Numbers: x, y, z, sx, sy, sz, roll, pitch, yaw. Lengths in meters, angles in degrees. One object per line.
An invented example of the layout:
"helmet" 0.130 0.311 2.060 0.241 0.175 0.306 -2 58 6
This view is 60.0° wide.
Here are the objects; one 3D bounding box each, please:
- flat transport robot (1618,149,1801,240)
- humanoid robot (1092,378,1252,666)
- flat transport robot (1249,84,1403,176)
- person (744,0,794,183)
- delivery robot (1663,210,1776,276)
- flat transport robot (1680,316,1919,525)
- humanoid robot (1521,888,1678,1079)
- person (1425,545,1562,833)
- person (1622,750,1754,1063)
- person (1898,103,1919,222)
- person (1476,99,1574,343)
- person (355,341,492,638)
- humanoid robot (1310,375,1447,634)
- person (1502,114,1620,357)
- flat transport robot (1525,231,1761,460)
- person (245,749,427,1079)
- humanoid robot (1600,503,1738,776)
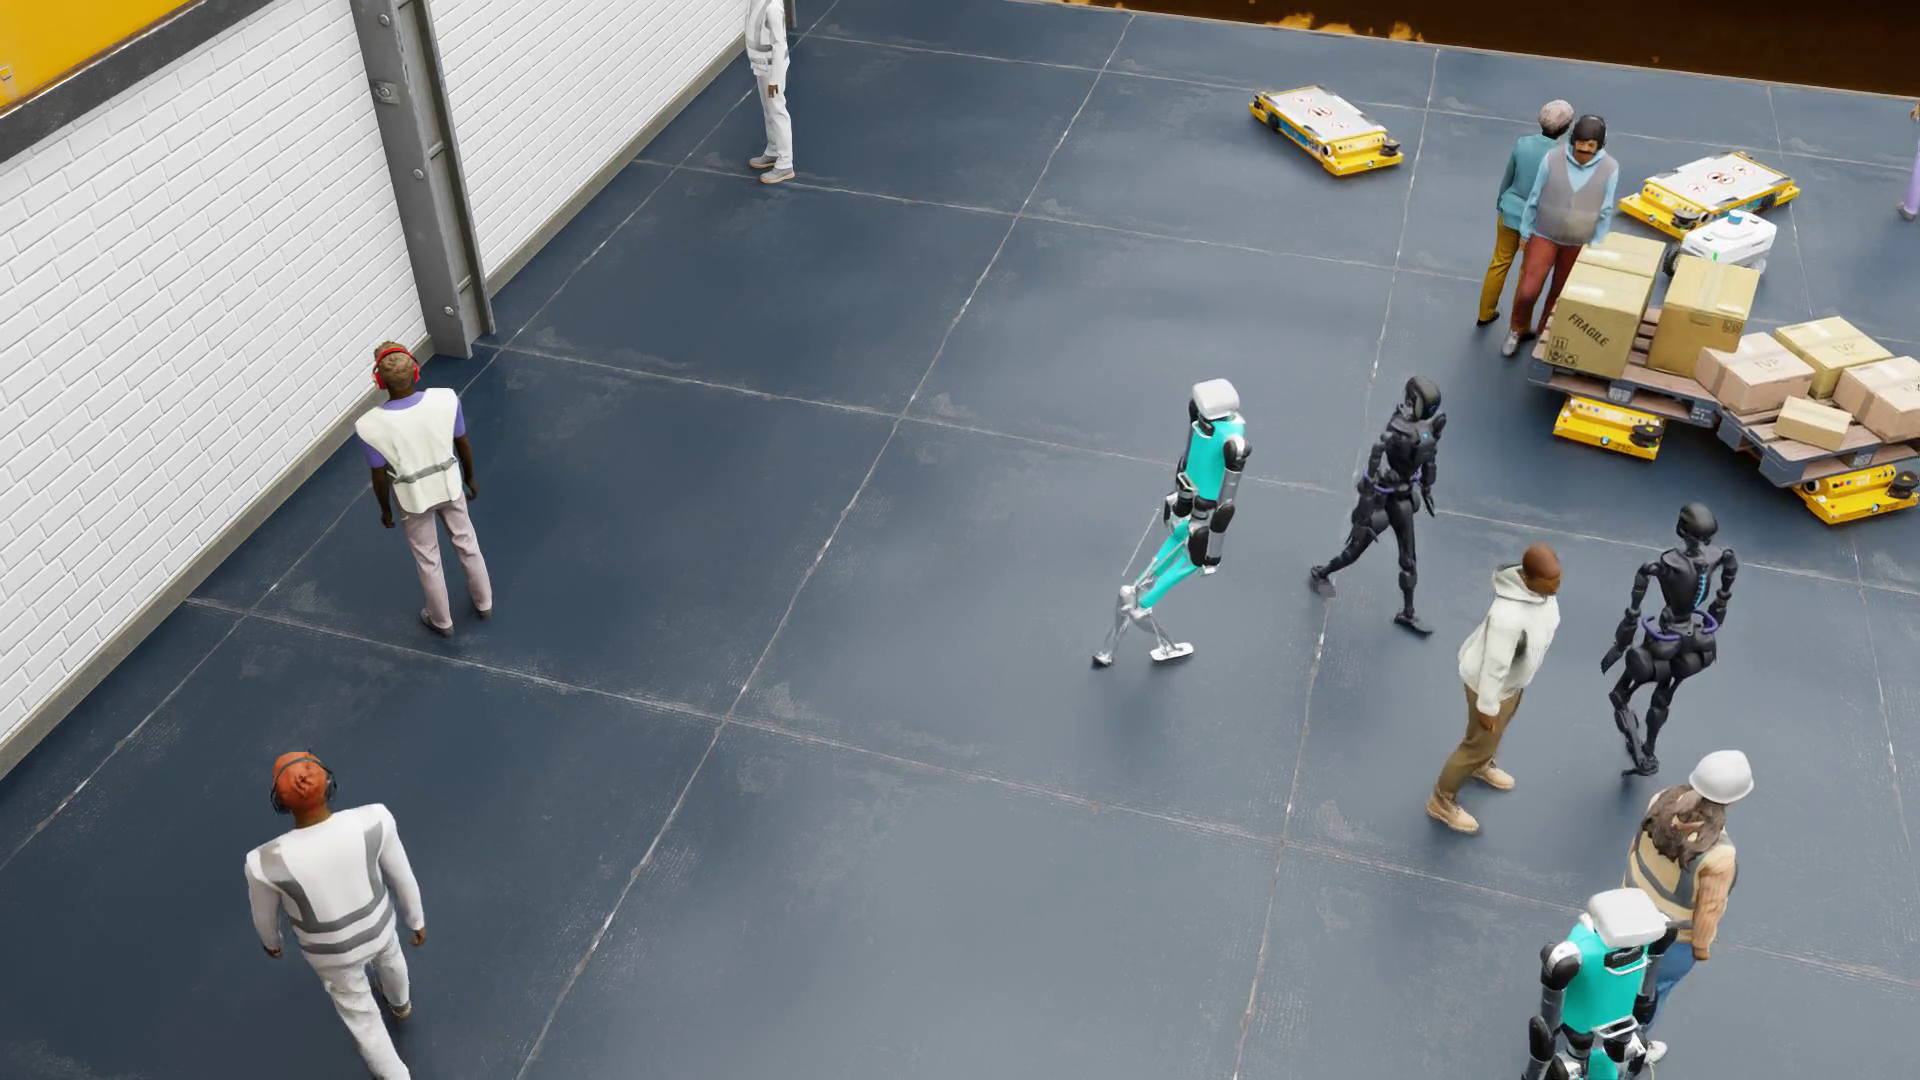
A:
"flat transport robot" 6.103 -2.814 13.505 1.431 0.231 0.659 -21 43 -24
"humanoid robot" 1.045 0.035 8.858 0.849 1.871 0.550 -12 40 -14
"flat transport robot" 3.170 -3.591 14.471 0.659 0.231 1.431 -15 41 -18
"person" -1.563 -3.829 13.481 0.355 1.882 0.573 -13 40 -15
"delivery robot" 5.736 -2.176 12.497 0.815 0.612 0.499 -20 43 -24
"flat transport robot" 5.446 -0.638 10.798 0.659 0.231 1.431 -11 40 -14
"humanoid robot" 2.419 2.091 6.236 0.543 1.787 0.682 -13 41 -16
"person" 2.579 0.665 8.005 0.388 1.744 0.593 23 44 26
"person" 2.939 1.525 6.950 0.376 1.722 0.496 -10 40 -12
"person" 7.753 -3.366 12.959 0.578 1.822 0.432 9 40 11
"person" 3.971 -2.219 11.578 0.340 1.753 0.535 -27 46 -29
"person" -2.894 -0.245 9.054 0.563 1.842 0.391 -25 45 -27
"humanoid robot" 2.377 -0.237 9.218 0.610 1.630 0.785 -23 44 -26
"person" 4.075 -2.037 11.277 0.545 1.852 0.509 9 40 11
"flat transport robot" 4.533 -1.062 11.325 0.659 0.231 1.431 18 42 21
"person" -2.555 1.545 6.828 0.597 1.845 0.880 -26 46 -29
"humanoid robot" 3.533 0.533 8.214 0.586 1.639 0.424 -8 39 -9
